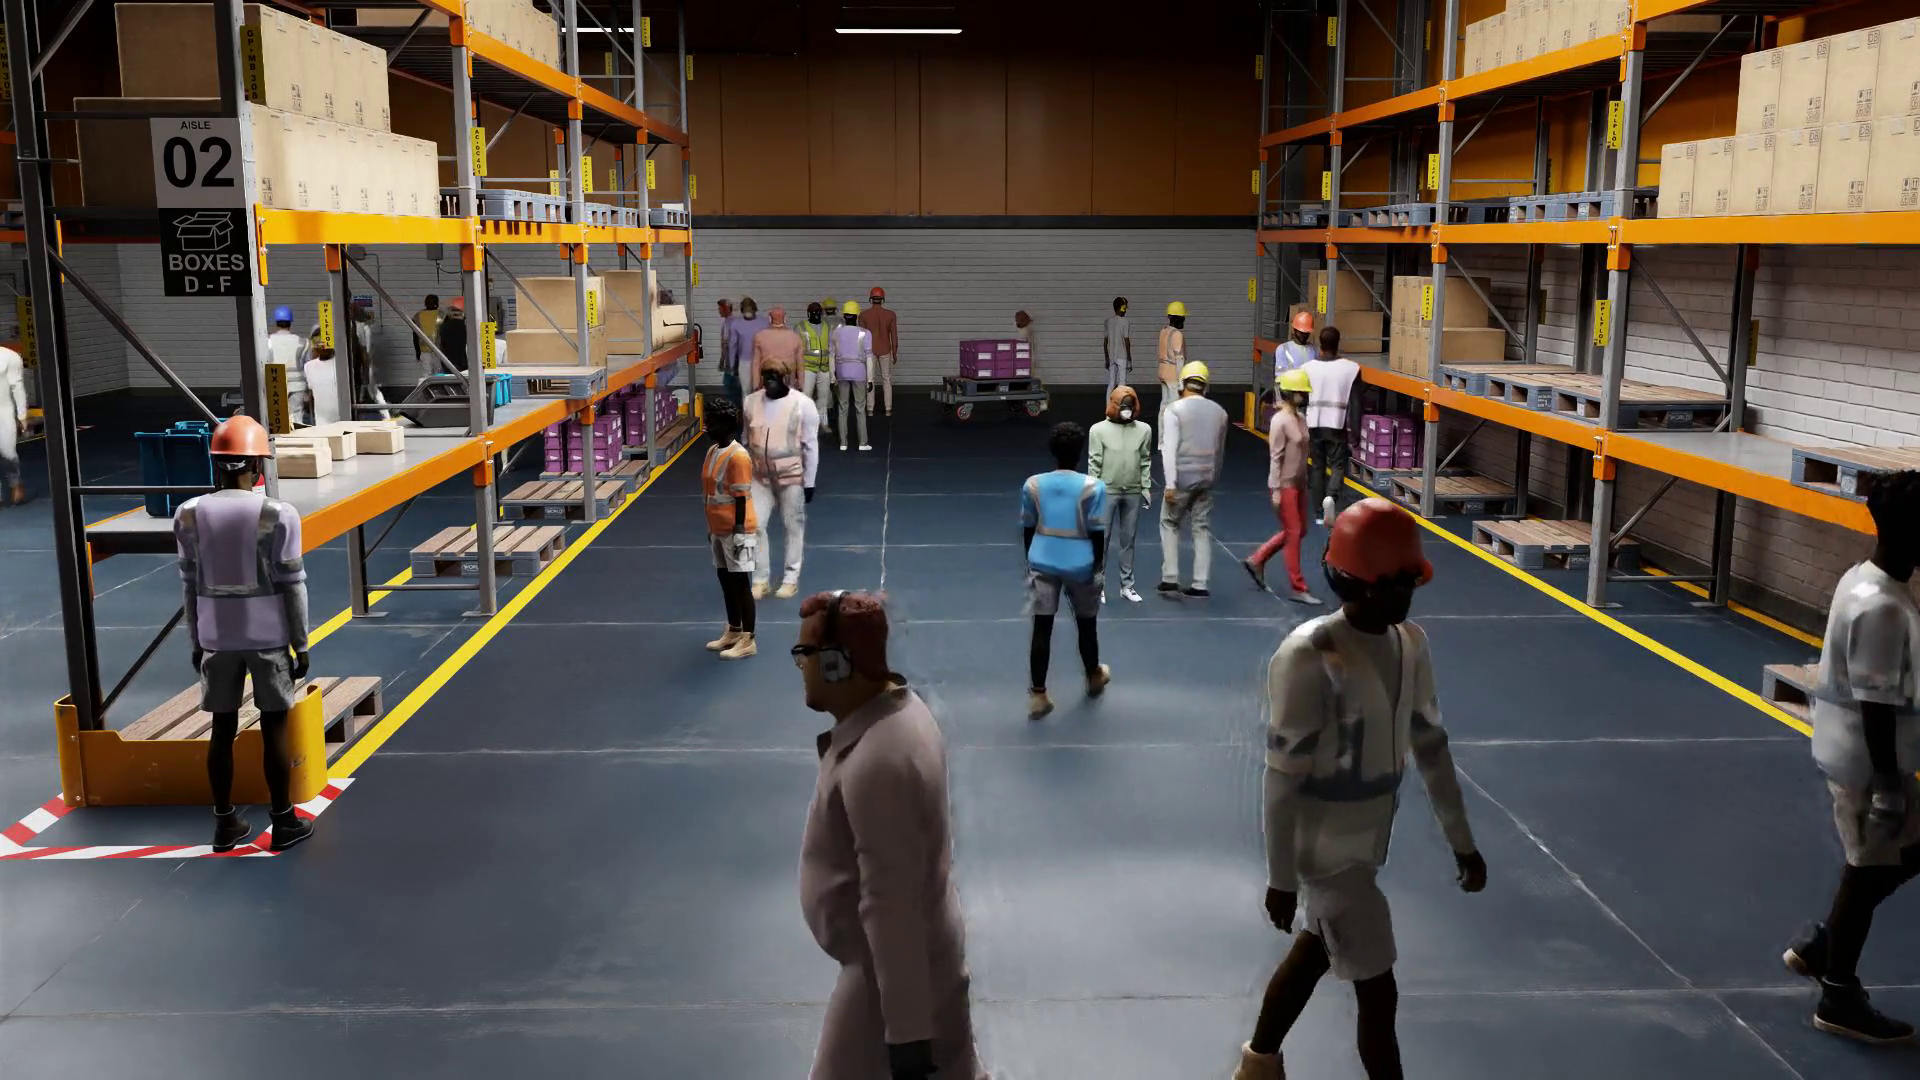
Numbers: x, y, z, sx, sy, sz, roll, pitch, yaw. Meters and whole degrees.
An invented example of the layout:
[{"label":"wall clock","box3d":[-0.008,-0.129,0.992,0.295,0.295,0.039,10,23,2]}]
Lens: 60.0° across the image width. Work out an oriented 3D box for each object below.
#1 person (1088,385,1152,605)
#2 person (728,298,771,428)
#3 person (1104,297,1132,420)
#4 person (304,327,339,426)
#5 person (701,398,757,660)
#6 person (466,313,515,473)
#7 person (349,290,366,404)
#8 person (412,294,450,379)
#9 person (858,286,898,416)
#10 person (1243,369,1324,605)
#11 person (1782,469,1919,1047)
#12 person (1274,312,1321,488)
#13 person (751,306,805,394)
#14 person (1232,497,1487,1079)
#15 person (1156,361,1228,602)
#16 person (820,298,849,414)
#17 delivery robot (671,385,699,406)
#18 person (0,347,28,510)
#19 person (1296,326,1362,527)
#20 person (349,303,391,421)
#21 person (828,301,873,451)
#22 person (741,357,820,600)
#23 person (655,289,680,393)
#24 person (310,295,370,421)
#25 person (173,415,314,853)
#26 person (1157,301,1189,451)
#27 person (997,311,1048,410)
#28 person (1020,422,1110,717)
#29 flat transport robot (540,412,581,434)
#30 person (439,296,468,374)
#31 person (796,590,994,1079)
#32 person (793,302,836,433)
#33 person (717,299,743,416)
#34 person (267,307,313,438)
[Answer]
[{"label":"person","box3d":[1.190,-0.336,12.357,0.501,1.631,0.280,-3,11,-15]},{"label":"person","box3d":[-2.970,-2.523,23.869,0.698,1.870,1.034,-1,10,-5]},{"label":"person","box3d":[2.364,-2.680,24.775,0.328,1.865,0.517,-10,14,-43]},{"label":"person","box3d":[-6.353,-1.242,16.850,0.513,1.835,0.942,-1,10,-4]},{"label":"person","box3d":[-1.495,-0.073,10.744,0.321,1.690,0.532,-6,12,-32]},{"label":"person","box3d":[-5.459,-1.699,19.314,0.521,1.864,0.335,-2,10,-12]},{"label":"person","box3d":[-9.940,-3.121,27.014,0.635,1.939,0.359,-9,14,-42]},{"label":"person","box3d":[-8.516,-3.060,26.956,0.633,1.839,0.429,0,10,2]},{"label":"person","box3d":[-1.271,-2.903,25.647,0.626,1.992,0.387,-2,10,-9]},{"label":"person","box3d":[2.443,-0.409,12.441,0.684,1.750,0.540,7,12,34]},{"label":"person","box3d":[3.085,0.723,5.563,0.430,1.950,0.649,5,11,27]},{"label":"person","box3d":[3.681,-1.509,18.073,0.543,1.928,0.373,-3,11,-18]},{"label":"person","box3d":[-2.250,-1.932,20.515,0.681,1.889,0.542,-2,10,-11]},{"label":"person","box3d":[1.095,0.851,4.715,0.856,1.991,0.701,8,13,37]},{"label":"person","box3d":[1.755,-0.439,12.514,0.619,1.783,0.572,-5,11,-26]},{"label":"person","box3d":[-1.998,-2.889,26.109,0.600,1.801,0.729,0,10,2]},{"label":"delivery robot","box3d":[-4.153,-2.068,24.744,0.477,0.478,0.707,3,11,17]},{"label":"person","box3d":[-9.643,-1.234,16.560,0.644,1.916,0.477,-3,11,-17]},{"label":"person","box3d":[3.450,-1.054,15.607,0.600,1.904,0.719,3,11,18]},{"label":"person","box3d":[-8.455,-2.423,23.454,0.583,1.840,0.983,5,11,27]},{"label":"person","box3d":[-1.395,-2.093,21.322,0.587,1.928,0.381,2,10,9]},{"label":"person","box3d":[-1.387,-0.438,12.377,0.654,1.825,0.633,3,11,16]},{"label":"person","box3d":[-4.895,-3.219,27.705,0.411,1.892,0.663,-4,11,-23]},{"label":"person","box3d":[-8.106,-2.236,21.802,0.714,2.000,0.596,-6,12,-30]},{"label":"person","box3d":[-3.132,0.418,7.336,0.541,1.932,0.382,-1,10,-3]},{"label":"person","box3d":[2.718,-2.066,21.173,0.366,1.926,0.592,-3,11,-18]},{"label":"person","box3d":[1.029,-2.839,26.417,0.831,1.584,0.499,1,10,8]},{"label":"person","box3d":[0.614,0.144,9.604,0.550,1.646,0.860,4,11,21]},{"label":"flat transport robot","box3d":[-5.469,-1.660,23.527,0.652,0.197,1.431,0,10,-2]},{"label":"person","box3d":[-6.658,-2.236,22.002,0.635,1.970,0.690,5,11,26]},{"label":"person","box3d":[-0.118,1.037,4.117,0.988,1.855,0.693,1,10,4]},{"label":"person","box3d":[-2.017,-2.400,23.276,0.636,1.840,0.429,-5,11,-26]},{"label":"person","box3d":[-3.439,-2.722,25.117,0.437,1.823,0.600,1,10,4]},{"label":"person","box3d":[-7.972,-1.800,19.736,0.652,1.901,0.950,-4,11,-22]}]
